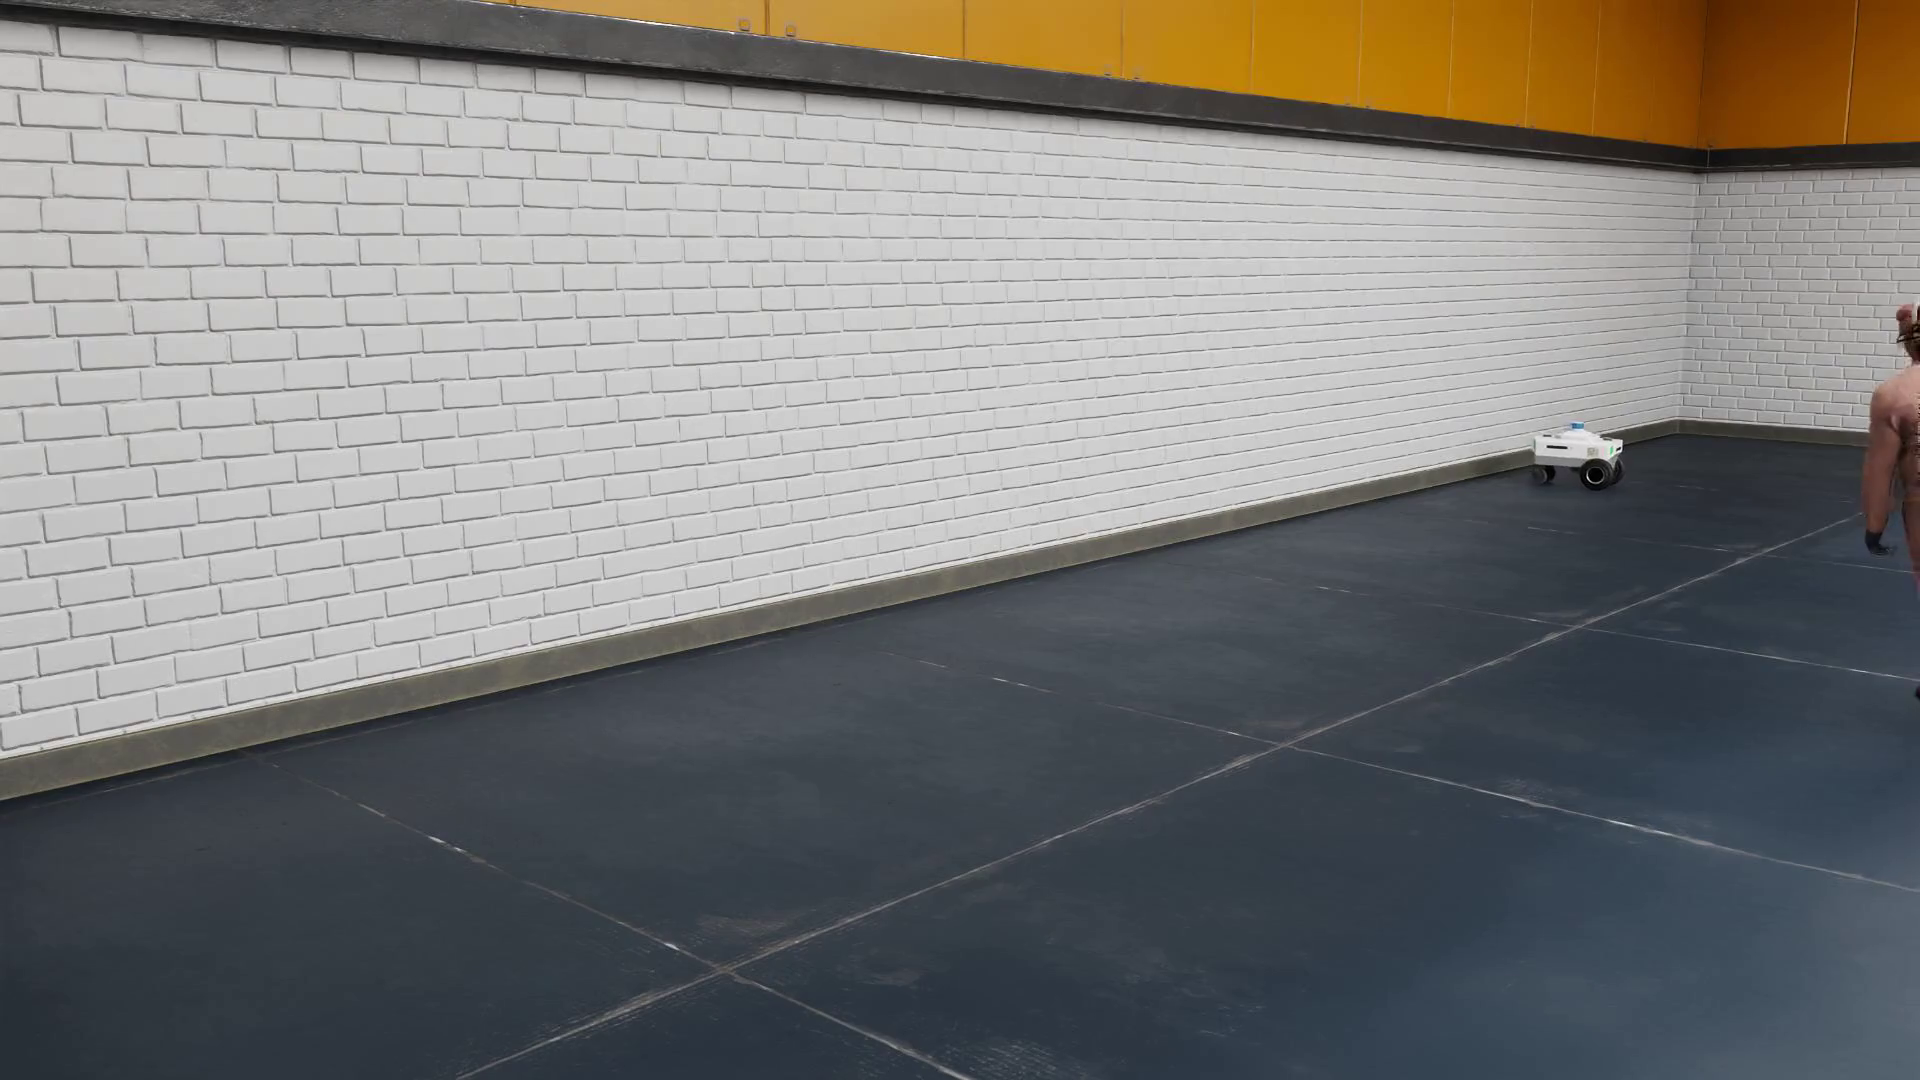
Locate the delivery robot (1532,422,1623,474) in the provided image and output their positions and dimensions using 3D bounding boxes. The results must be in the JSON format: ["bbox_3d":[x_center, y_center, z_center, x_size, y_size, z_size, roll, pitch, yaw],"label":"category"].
[{"bbox_3d":[5.388,-0.789,14.535,0.707,0.478,0.477,7,12,34],"label":"delivery robot"}]

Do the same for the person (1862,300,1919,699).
[{"bbox_3d":[4.265,-0.109,7.220,0.721,1.857,0.748,0,10,2],"label":"person"}]
